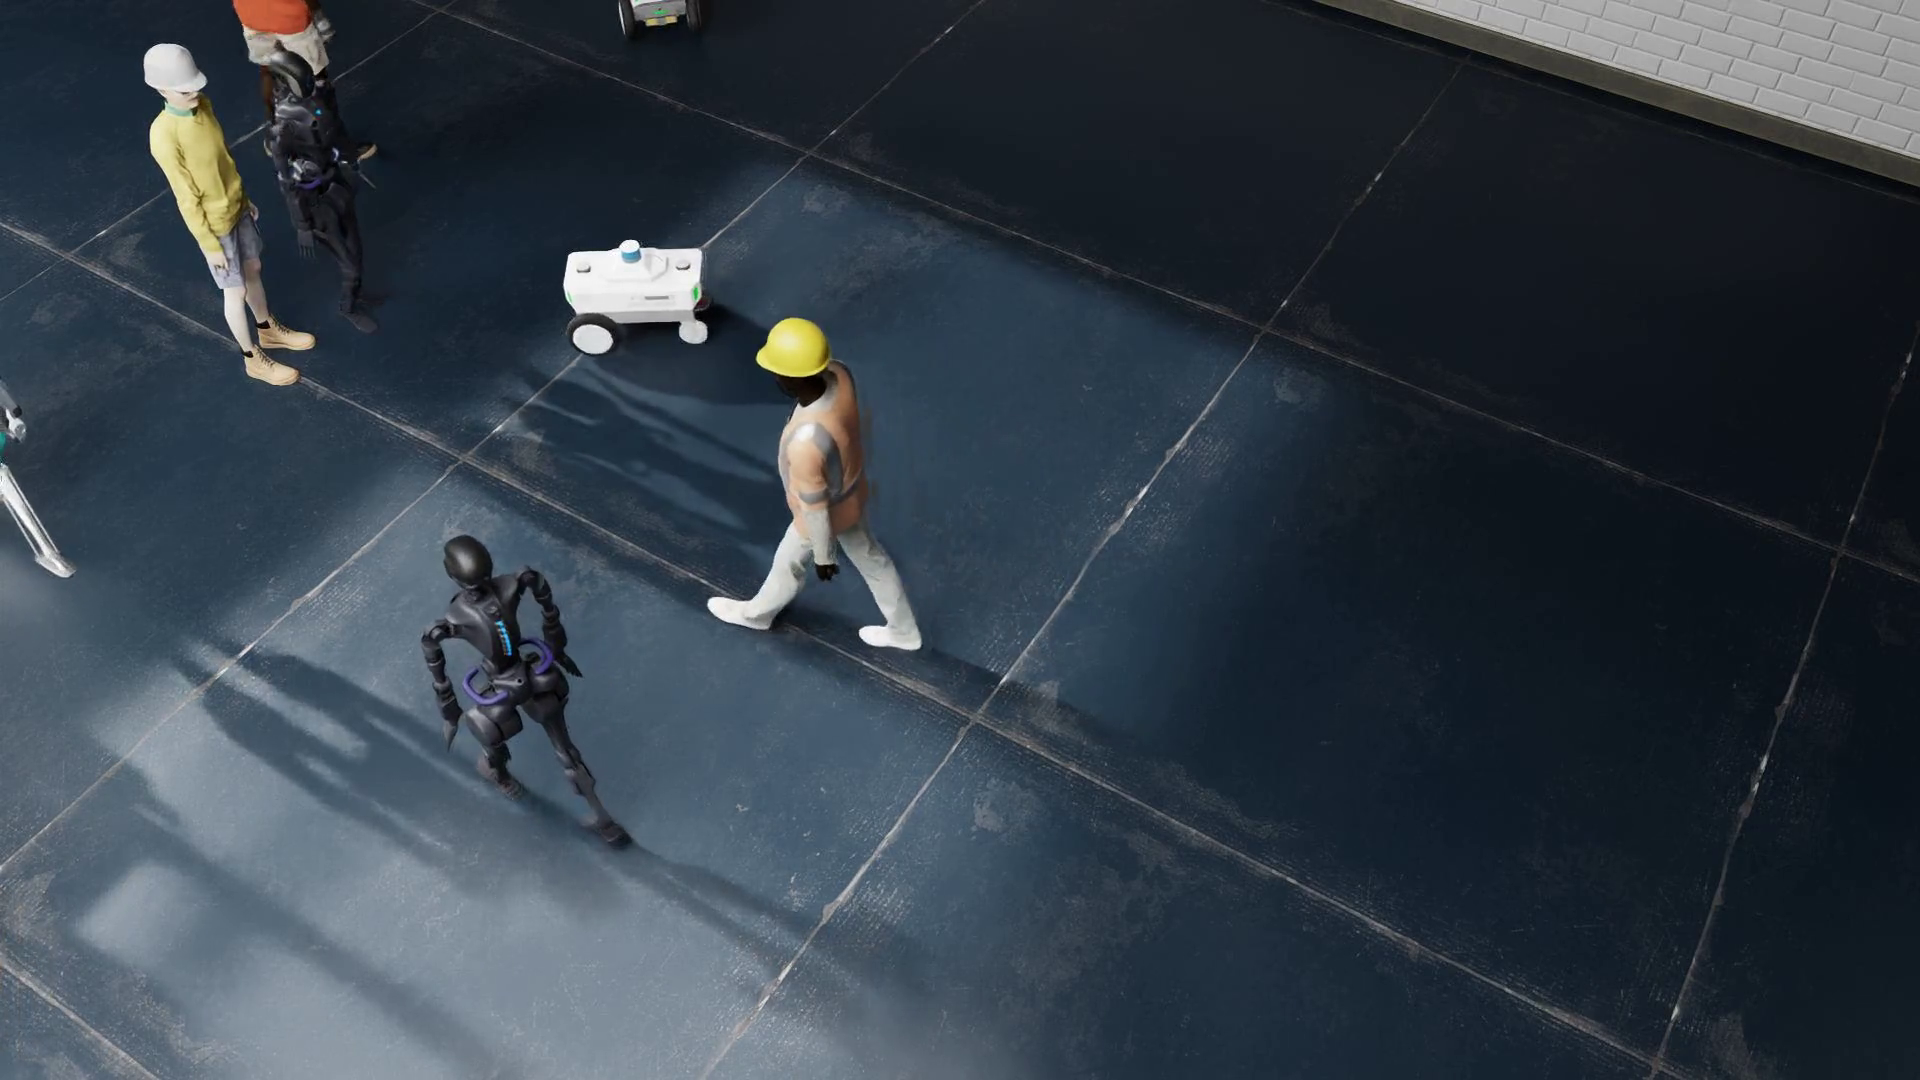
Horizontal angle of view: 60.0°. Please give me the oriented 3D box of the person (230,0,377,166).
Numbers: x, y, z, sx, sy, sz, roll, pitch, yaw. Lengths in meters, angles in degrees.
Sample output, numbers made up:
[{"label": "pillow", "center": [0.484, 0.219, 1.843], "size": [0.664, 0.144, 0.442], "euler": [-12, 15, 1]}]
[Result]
[{"label": "person", "center": [-3.840, -2.939, 9.286], "size": [0.722, 1.930, 0.381], "euler": [14, 50, 12]}]

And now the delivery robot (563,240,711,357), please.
[{"label": "delivery robot", "center": [-1.703, -1.323, 8.769], "size": [0.757, 0.576, 0.499], "euler": [-2, 49, -2]}]

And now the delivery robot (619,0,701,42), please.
[{"label": "delivery robot", "center": [-1.997, -3.626, 10.791], "size": [0.518, 0.587, 0.753], "euler": [-10, 50, -9]}]

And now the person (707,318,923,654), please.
[{"label": "person", "center": [-0.617, -0.192, 6.916], "size": [1.007, 1.865, 0.611], "euler": [12, 50, 10]}]

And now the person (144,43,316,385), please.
[{"label": "person", "center": [-3.604, -1.581, 8.123], "size": [0.398, 1.888, 0.482], "euler": [4, 49, 4]}]

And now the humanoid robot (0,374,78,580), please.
[{"label": "humanoid robot", "center": [-4.570, -0.590, 7.378], "size": [0.923, 1.798, 0.530], "euler": [32, 56, 25]}]

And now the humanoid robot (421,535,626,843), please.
[{"label": "humanoid robot", "center": [-1.716, 0.589, 6.398], "size": [0.600, 1.634, 0.766], "euler": [-36, 58, -27]}]

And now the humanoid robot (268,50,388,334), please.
[{"label": "humanoid robot", "center": [-3.219, -1.764, 8.428], "size": [0.357, 1.647, 0.611], "euler": [13, 50, 11]}]
